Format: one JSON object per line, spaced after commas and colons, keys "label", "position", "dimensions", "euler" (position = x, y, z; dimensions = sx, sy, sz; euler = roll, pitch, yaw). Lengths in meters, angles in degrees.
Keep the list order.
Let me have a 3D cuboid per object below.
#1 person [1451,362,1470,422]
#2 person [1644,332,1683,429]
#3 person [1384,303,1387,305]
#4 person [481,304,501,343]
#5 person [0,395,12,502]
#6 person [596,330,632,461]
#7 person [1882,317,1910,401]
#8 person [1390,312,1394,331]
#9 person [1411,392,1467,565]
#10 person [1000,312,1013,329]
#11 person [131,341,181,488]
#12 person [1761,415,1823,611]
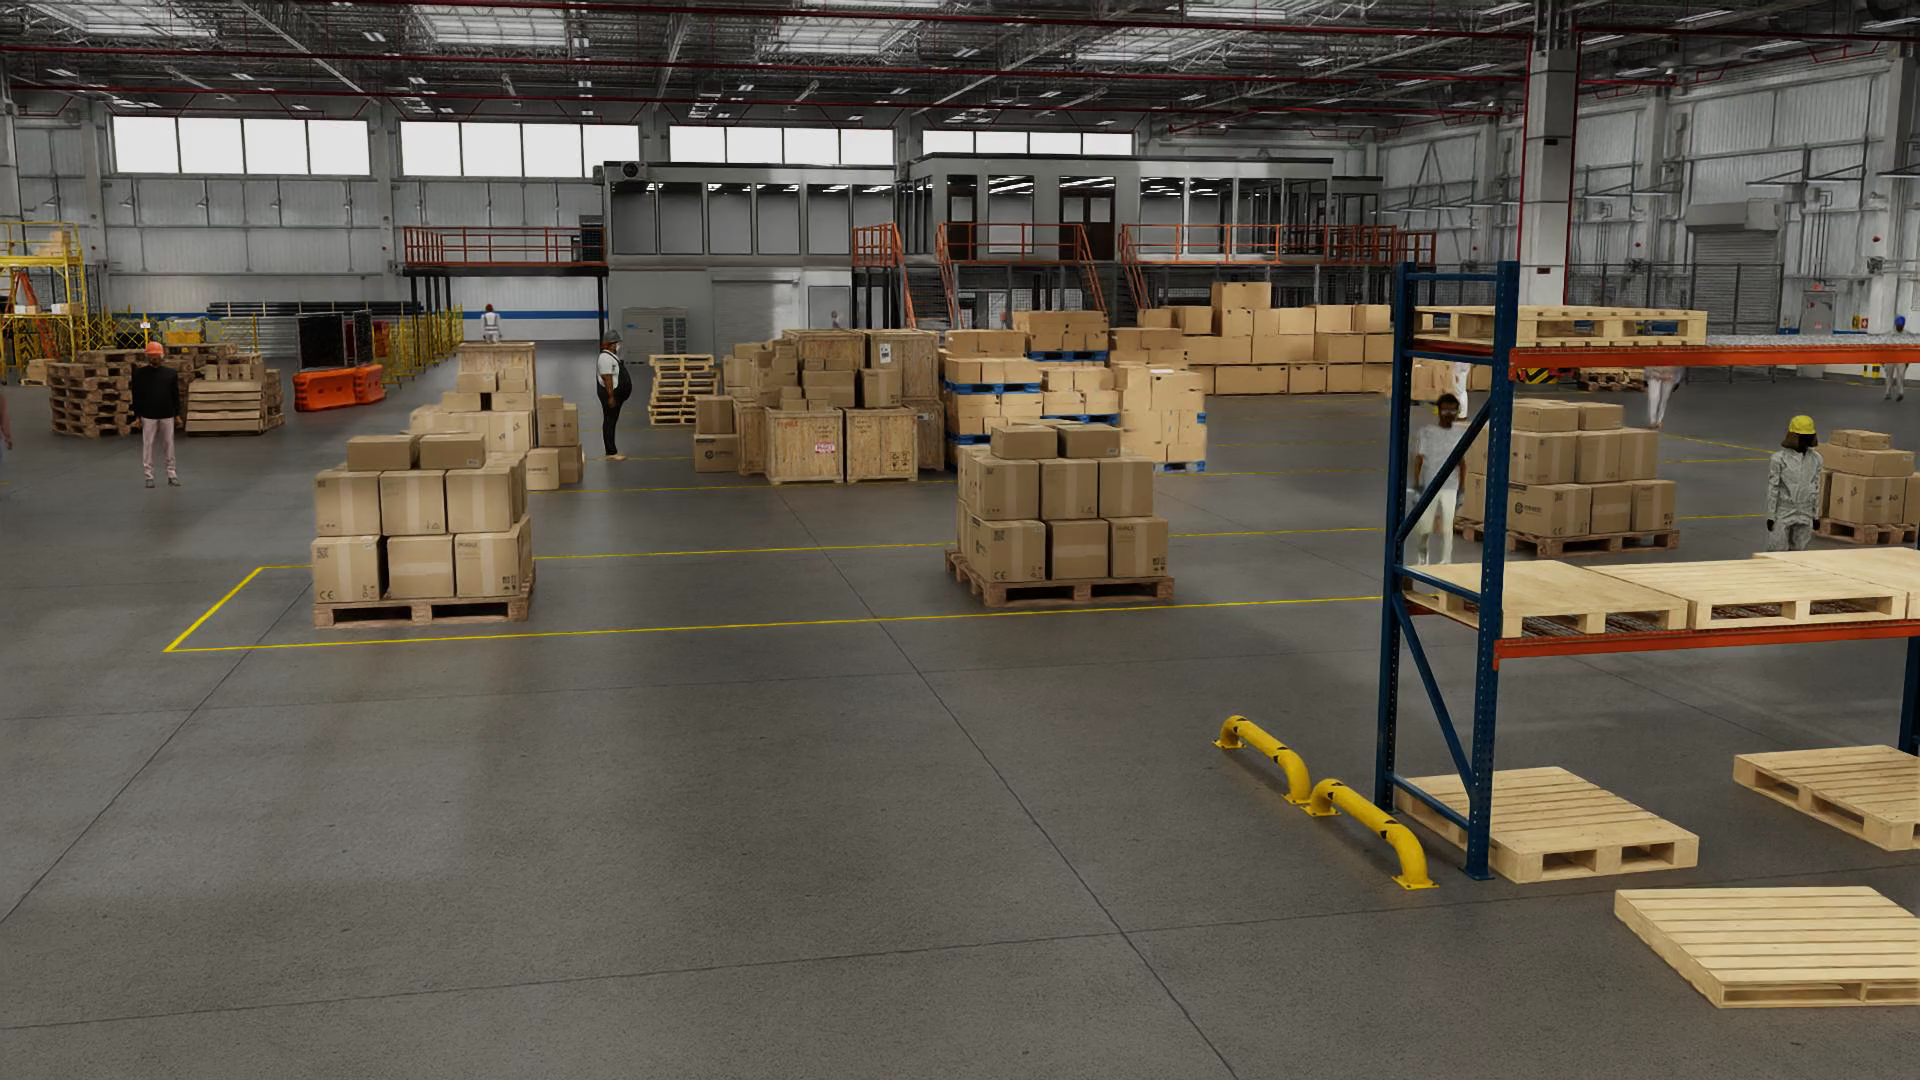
{"label": "person", "position": [9.730, -3.258, 32.418], "dimensions": [0.389, 1.925, 0.626], "euler": [4, 10, 24]}
{"label": "person", "position": [13.108, -2.966, 31.005], "dimensions": [0.658, 1.796, 0.844], "euler": [3, 10, 17]}
{"label": "person", "position": [16.278, -8.571, 64.598], "dimensions": [0.622, 1.972, 0.479], "euler": [-3, 10, -19]}
{"label": "person", "position": [-14.904, -6.585, 52.887], "dimensions": [0.584, 1.858, 0.780], "euler": [-2, 10, -15]}
{"label": "person", "position": [-12.238, -1.271, 20.866], "dimensions": [0.605, 1.722, 0.700], "euler": [-4, 10, -21]}
{"label": "person", "position": [-5.390, -2.262, 25.966], "dimensions": [0.536, 2.000, 0.672], "euler": [-2, 9, -9]}
{"label": "person", "position": [21.121, -4.084, 37.534], "dimensions": [0.631, 1.889, 1.012], "euler": [4, 10, 23]}
{"label": "person", "position": [11.768, -5.338, 45.403], "dimensions": [0.637, 1.828, 0.434], "euler": [1, 9, 9]}
{"label": "person", "position": [4.530, -0.490, 15.762], "dimensions": [0.530, 1.849, 0.701], "euler": [1, 9, 5]}
{"label": "person", "position": [1.166, -4.770, 41.709], "dimensions": [0.969, 1.883, 0.545], "euler": [-9, 13, -44]}
{"label": "person", "position": [-10.994, -1.718, 22.781], "dimensions": [0.612, 1.997, 0.376], "euler": [-7, 12, -38]}
{"label": "person", "position": [7.207, -0.211, 14.370], "dimensions": [0.492, 1.742, 0.321], "euler": [-1, 9, -7]}
